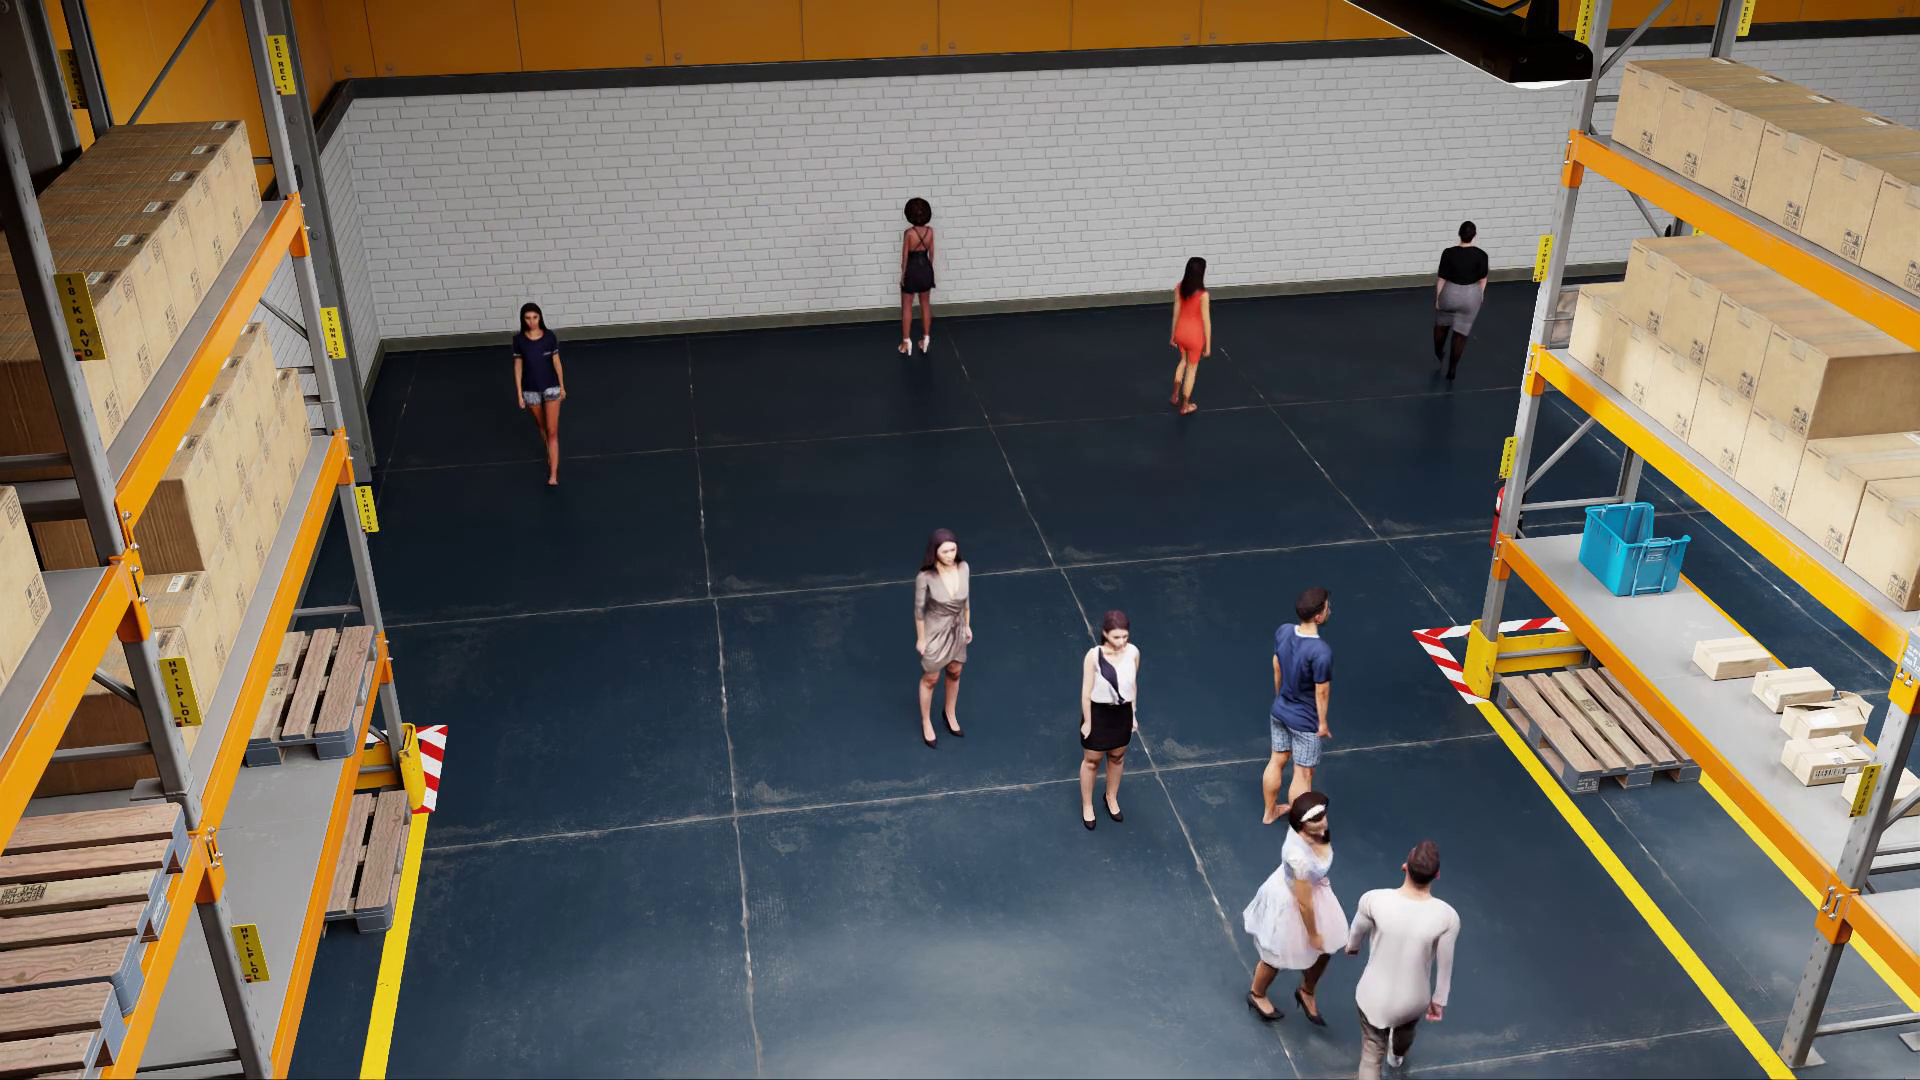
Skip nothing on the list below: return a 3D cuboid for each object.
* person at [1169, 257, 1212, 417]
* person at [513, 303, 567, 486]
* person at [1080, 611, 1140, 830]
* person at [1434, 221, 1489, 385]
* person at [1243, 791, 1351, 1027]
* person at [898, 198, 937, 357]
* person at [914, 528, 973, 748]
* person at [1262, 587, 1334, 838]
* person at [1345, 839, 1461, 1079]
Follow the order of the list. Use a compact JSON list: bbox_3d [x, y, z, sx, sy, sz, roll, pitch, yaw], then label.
[{"bbox_3d":[2.288,-2.034,16.917,0.732,1.704,0.803,24,37,37],"label":"person"},{"bbox_3d":[-3.977,-1.428,15.791,0.599,1.716,1.112,-5,29,-9],"label":"person"},{"bbox_3d":[0.987,1.185,11.069,0.584,1.652,0.555,-10,30,-17],"label":"person"},{"bbox_3d":[5.323,-2.504,17.748,0.940,1.733,1.067,10,30,18],"label":"person"},{"bbox_3d":[1.838,2.069,9.322,0.967,1.774,0.913,9,30,16],"label":"person"},{"bbox_3d":[-0.445,-2.904,18.427,0.670,1.785,0.664,-16,33,-27],"label":"person"},{"bbox_3d":[-0.117,0.681,11.896,0.661,1.744,0.630,-16,32,-27],"label":"person"},{"bbox_3d":[2.223,1.138,10.949,0.760,1.849,0.638,-18,33,-29],"label":"person"},{"bbox_3d":[2.262,2.411,8.678,0.947,1.790,1.211,5,29,9],"label":"person"}]
